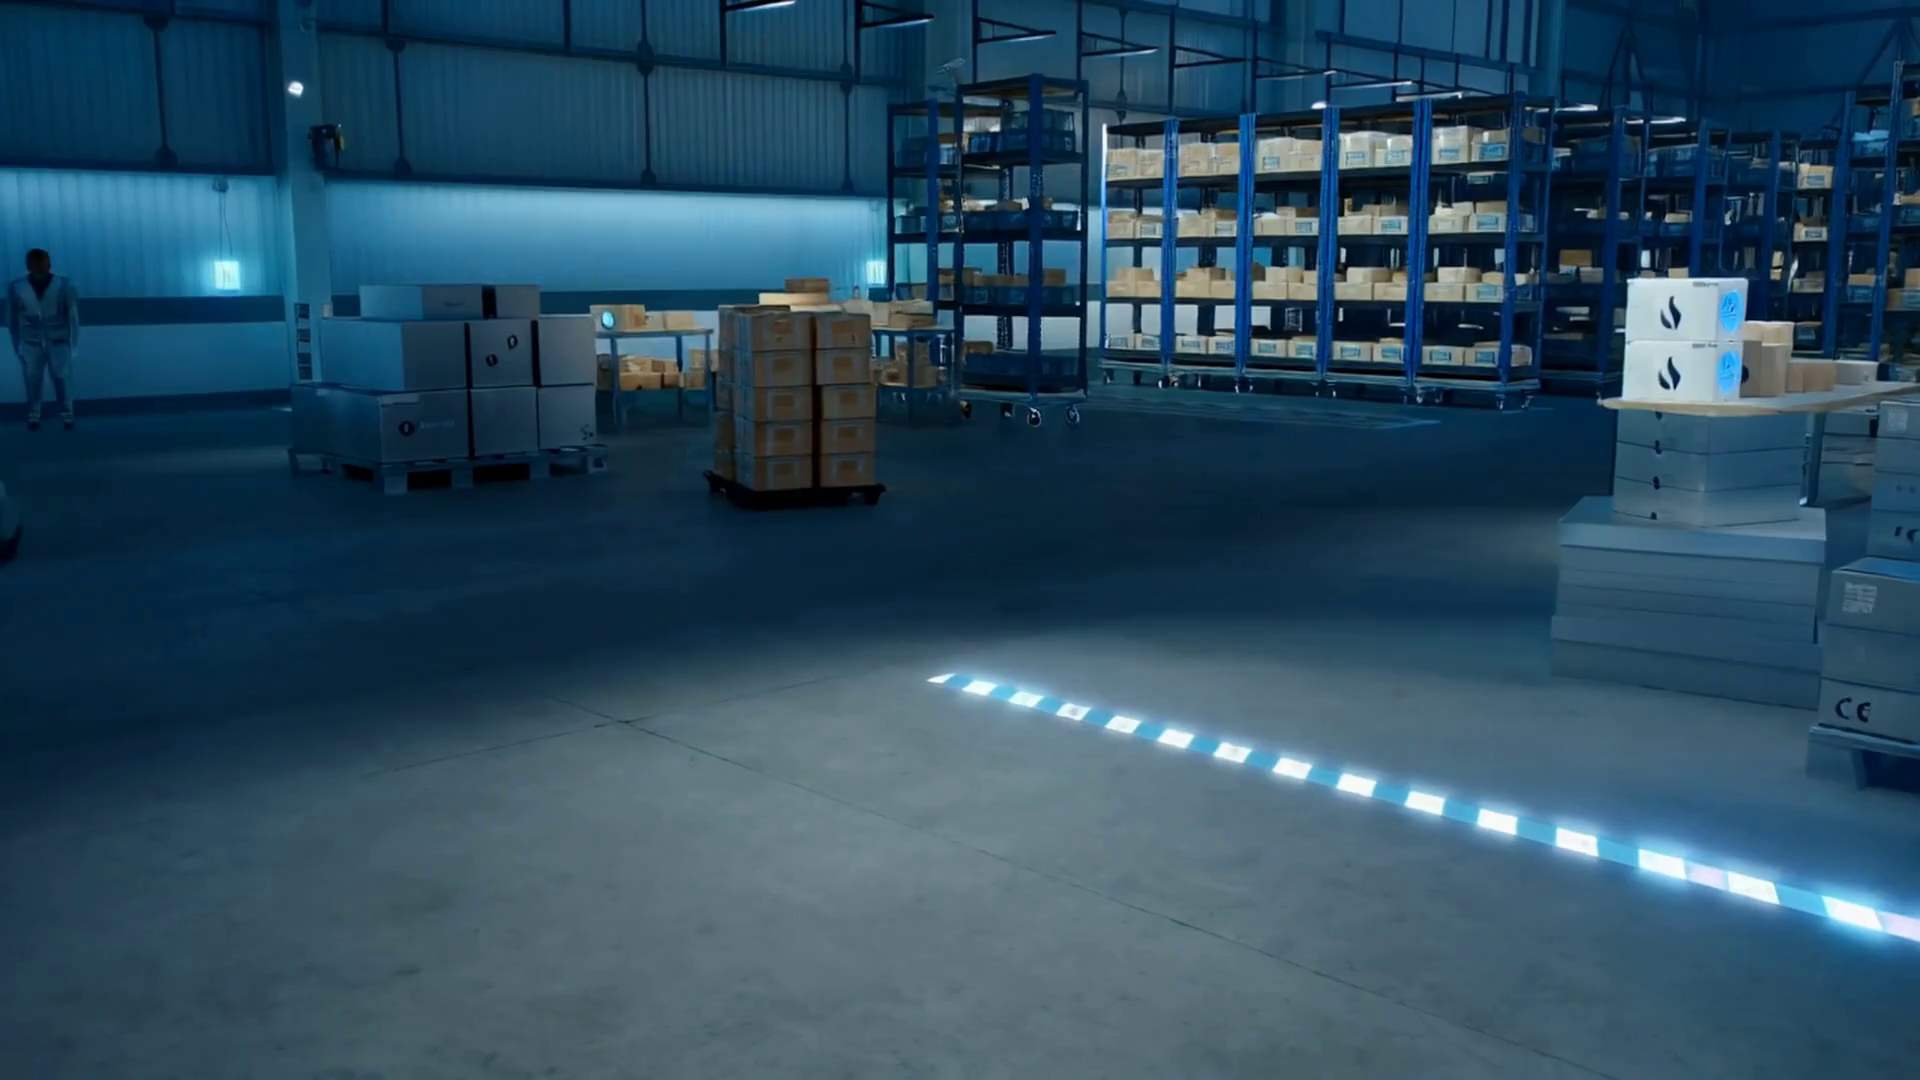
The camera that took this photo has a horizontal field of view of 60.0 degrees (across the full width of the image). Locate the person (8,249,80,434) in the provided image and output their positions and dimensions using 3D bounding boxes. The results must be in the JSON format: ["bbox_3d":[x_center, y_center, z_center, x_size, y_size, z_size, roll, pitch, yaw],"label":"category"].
[{"bbox_3d":[-9.141,-1.976,16.622,0.630,1.840,0.429,-4,10,-22],"label":"person"}]

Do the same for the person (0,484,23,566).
[{"bbox_3d":[-5.451,-0.730,8.955,0.619,1.896,0.924,1,10,7],"label":"person"}]
